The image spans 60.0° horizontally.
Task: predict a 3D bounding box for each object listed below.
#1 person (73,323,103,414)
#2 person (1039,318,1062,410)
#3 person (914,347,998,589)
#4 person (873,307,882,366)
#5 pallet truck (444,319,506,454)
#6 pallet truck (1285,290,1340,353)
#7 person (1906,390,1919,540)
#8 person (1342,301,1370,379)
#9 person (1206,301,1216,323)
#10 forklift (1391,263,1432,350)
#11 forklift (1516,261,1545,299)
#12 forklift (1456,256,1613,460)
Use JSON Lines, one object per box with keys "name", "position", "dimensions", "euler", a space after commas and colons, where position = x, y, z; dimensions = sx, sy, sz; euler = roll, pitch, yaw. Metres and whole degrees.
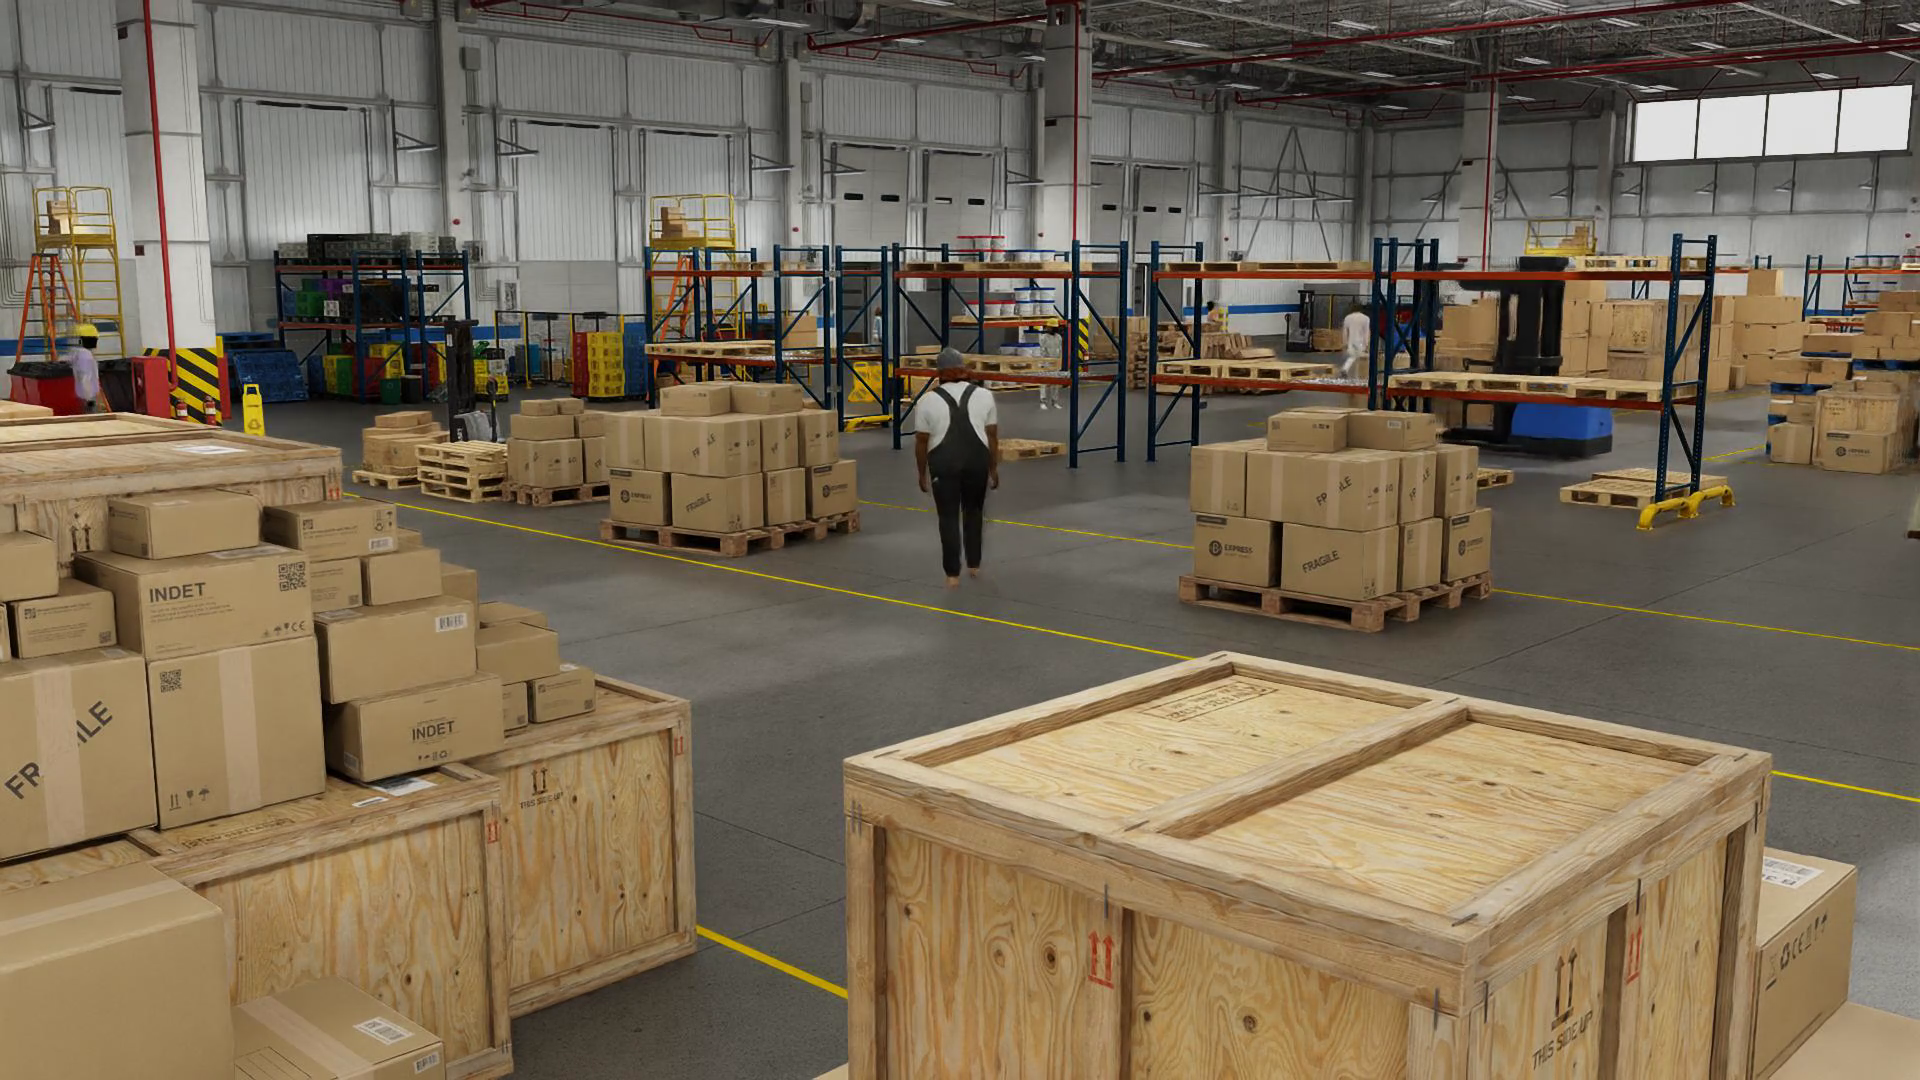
{"name": "person", "position": [-12.033, -2.027, 22.913], "dimensions": [0.497, 1.914, 0.604], "euler": [-5, 11, -28]}
{"name": "person", "position": [1.740, -3.332, 31.486], "dimensions": [0.488, 1.736, 0.321], "euler": [-5, 11, -30]}
{"name": "person", "position": [-0.045, -0.638, 14.025], "dimensions": [0.696, 2.000, 0.771], "euler": [-1, 9, -7]}
{"name": "person", "position": [-2.171, -5.389, 44.411], "dimensions": [0.313, 1.633, 0.517], "euler": [-1, 9, -5]}
{"name": "pallet truck", "position": [-6.981, -1.942, 22.150], "dimensions": [1.885, 1.965, 0.823], "euler": [1, 9, 9]}
{"name": "pallet truck", "position": [11.297, -6.951, 52.861], "dimensions": [1.885, 1.965, 0.823], "euler": [-5, 11, -29]}
{"name": "person", "position": [9.600, -0.901, 16.219], "dimensions": [0.635, 1.846, 0.539], "euler": [0, 9, -2]}
{"name": "person", "position": [9.090, -4.516, 38.171], "dimensions": [0.633, 1.923, 0.586], "euler": [8, 12, 41]}
{"name": "person", "position": [7.604, -6.438, 50.662], "dimensions": [0.441, 1.677, 0.560], "euler": [-2, 9, -9]}
{"name": "forklift", "position": [13.073, -6.422, 46.918], "dimensions": [1.873, 2.768, 1.129], "euler": [3, 10, 15]}
{"name": "forklift", "position": [12.922, -4.937, 37.814], "dimensions": [1.873, 2.768, 1.129], "euler": [9, 13, 43]}
{"name": "forklift", "position": [8.226, -2.618, 23.593], "dimensions": [1.873, 2.768, 1.129], "euler": [9, 13, 43]}
